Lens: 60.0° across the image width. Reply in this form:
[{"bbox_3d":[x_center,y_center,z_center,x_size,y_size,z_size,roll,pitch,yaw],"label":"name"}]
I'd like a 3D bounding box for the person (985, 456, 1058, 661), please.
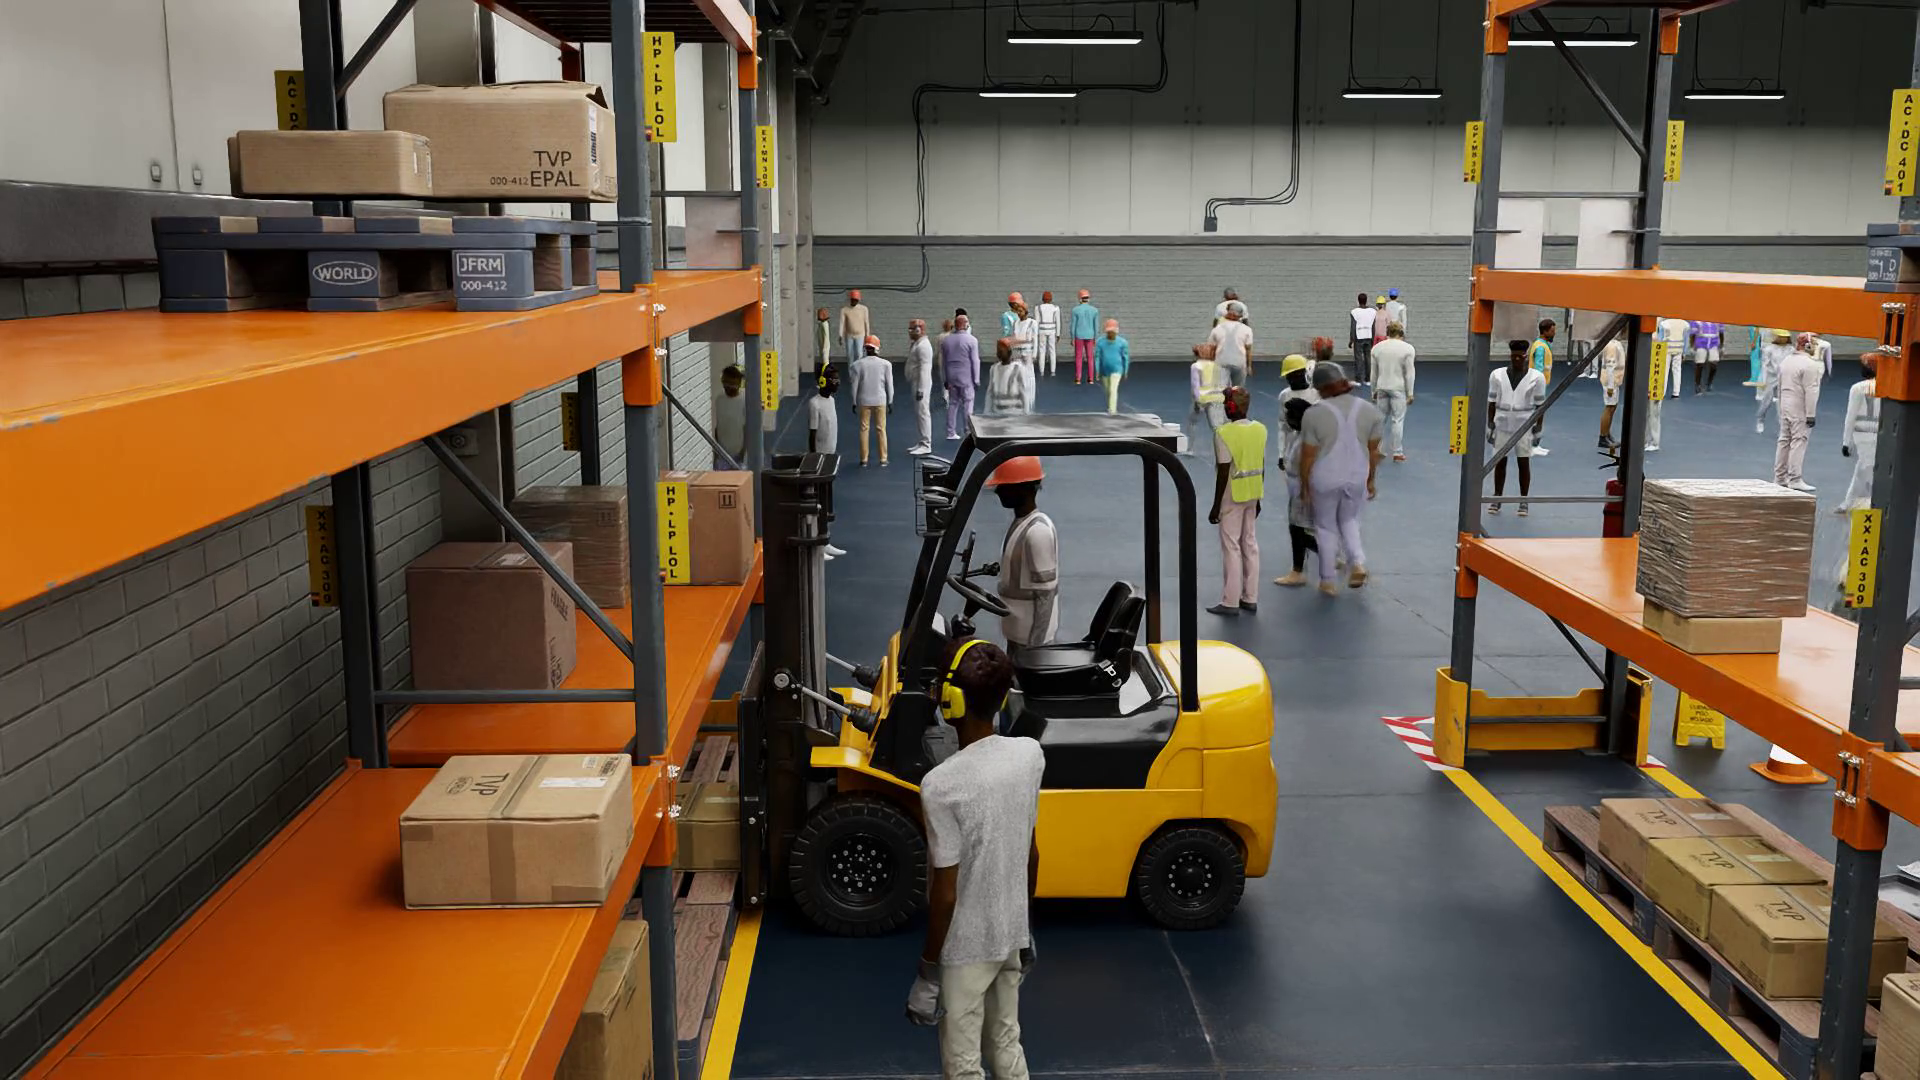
[{"bbox_3d":[0.319,0.472,8.722,0.373,1.933,0.551,-2,10,-9],"label":"person"}]

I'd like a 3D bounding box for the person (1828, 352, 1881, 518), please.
[{"bbox_3d":[9.664,-1.071,17.642,0.578,1.830,1.017,-3,11,-15],"label":"person"}]

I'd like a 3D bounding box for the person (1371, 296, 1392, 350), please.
[{"bbox_3d":[9.417,-4.584,37.354,0.530,1.772,0.302,7,12,33],"label":"person"}]

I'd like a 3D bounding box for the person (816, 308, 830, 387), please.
[{"bbox_3d":[-2.791,-3.905,33.946,0.279,1.634,0.499,-2,10,-10],"label":"person"}]

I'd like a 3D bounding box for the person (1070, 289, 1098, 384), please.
[{"bbox_3d":[2.607,-4.281,35.074,0.609,1.985,0.413,-3,11,-17],"label":"person"}]

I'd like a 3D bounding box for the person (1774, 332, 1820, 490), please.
[{"bbox_3d":[10.163,-1.559,20.122,0.402,1.906,0.651,-1,10,-5],"label":"person"}]

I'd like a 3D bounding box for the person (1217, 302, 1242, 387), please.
[{"bbox_3d":[5.141,-3.572,31.516,0.427,1.844,0.626,-7,12,-34],"label":"person"}]

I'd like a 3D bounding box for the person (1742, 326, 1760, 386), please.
[{"bbox_3d":[16.544,-4.117,34.579,0.355,1.834,0.524,5,12,28],"label":"person"}]

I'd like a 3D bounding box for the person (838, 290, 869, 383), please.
[{"bbox_3d":[-2.251,-4.291,35.141,0.663,1.964,0.743,0,10,2],"label":"person"}]

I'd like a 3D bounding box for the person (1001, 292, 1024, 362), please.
[{"bbox_3d":[1.041,-3.624,31.243,0.382,2.041,0.616,8,13,39],"label":"person"}]

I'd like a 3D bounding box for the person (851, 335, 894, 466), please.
[{"bbox_3d":[-1.170,-1.856,22.201,0.572,1.747,0.335,0,10,-1],"label":"person"}]

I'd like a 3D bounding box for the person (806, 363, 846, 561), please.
[{"bbox_3d":[-1.280,-0.738,15.689,0.327,1.861,0.510,3,11,17],"label":"person"}]

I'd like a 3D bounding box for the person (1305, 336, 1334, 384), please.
[{"bbox_3d":[4.250,-1.480,19.782,0.404,1.866,0.583,1,10,5],"label":"person"}]

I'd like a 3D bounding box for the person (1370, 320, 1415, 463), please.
[{"bbox_3d":[5.869,-2.018,22.619,0.631,1.932,0.363,9,14,41],"label":"person"}]

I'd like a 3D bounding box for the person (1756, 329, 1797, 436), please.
[{"bbox_3d":[12.640,-2.470,25.729,0.496,1.718,0.796,1,10,7],"label":"person"}]

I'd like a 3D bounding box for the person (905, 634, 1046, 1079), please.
[{"bbox_3d":[0.037,1.196,4.877,0.323,1.871,0.528,8,13,38],"label":"person"}]

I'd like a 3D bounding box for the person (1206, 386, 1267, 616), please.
[{"bbox_3d":[2.234,-0.309,13.333,0.573,1.841,0.374,-9,13,-41],"label":"person"}]

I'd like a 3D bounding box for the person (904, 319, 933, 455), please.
[{"bbox_3d":[-0.586,-2.159,23.463,0.399,1.907,0.644,0,10,-2],"label":"person"}]

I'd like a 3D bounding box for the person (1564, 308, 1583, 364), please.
[{"bbox_3d":[15.032,-5.225,40.526,0.587,1.914,0.392,6,12,28],"label":"person"}]

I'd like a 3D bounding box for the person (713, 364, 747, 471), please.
[{"bbox_3d":[-2.226,-0.773,15.949,0.566,1.839,0.452,6,12,28],"label":"person"}]

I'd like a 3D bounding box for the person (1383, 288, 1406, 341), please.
[{"bbox_3d":[9.744,-4.700,37.504,0.614,1.945,0.402,3,10,14],"label":"person"}]

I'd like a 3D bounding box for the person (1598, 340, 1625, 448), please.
[{"bbox_3d":[9.513,-2.291,24.161,0.386,1.924,0.548,6,12,28],"label":"person"}]

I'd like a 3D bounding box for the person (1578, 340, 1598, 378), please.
[{"bbox_3d":[13.850,-4.424,36.592,0.382,1.732,0.497,-4,11,-20],"label":"person"}]

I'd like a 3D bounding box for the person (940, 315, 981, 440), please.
[{"bbox_3d":[0.022,-2.430,25.012,0.650,1.900,0.401,7,12,34],"label":"person"}]

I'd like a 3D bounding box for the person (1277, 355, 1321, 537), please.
[{"bbox_3d":[3.396,-0.876,16.363,0.675,1.882,0.432,9,13,41],"label":"person"}]

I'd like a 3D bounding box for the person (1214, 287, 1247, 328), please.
[{"bbox_3d":[5.855,-4.515,36.210,0.705,2.000,0.539,-2,10,-9],"label":"person"}]

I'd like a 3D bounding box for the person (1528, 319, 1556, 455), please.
[{"bbox_3d":[8.144,-2.150,23.412,0.380,1.910,0.592,4,11,21],"label":"person"}]

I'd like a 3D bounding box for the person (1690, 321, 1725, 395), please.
[{"bbox_3d":[14.504,-3.755,32.258,0.684,1.937,0.597,2,10,11],"label":"person"}]

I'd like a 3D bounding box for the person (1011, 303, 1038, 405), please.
[{"bbox_3d":[1.167,-3.401,30.481,0.581,1.880,0.366,8,13,37],"label":"person"}]

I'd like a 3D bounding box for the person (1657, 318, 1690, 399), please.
[{"bbox_3d":[13.513,-3.578,31.606,0.588,1.826,0.404,0,10,-2],"label":"person"}]

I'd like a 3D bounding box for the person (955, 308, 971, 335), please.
[{"bbox_3d":[0.049,-3.699,32.654,0.319,1.693,0.534,5,11,27],"label":"person"}]

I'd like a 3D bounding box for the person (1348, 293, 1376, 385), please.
[{"bbox_3d":[8.390,-4.177,34.680,0.590,1.917,0.398,-3,11,-17],"label":"person"}]

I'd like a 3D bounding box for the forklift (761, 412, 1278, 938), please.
[{"bbox_3d":[0.291,0.548,7.580,2.313,2.155,1.214,0,10,-2],"label":"forklift"}]

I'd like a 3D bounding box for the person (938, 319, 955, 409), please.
[{"bbox_3d":[-0.201,-3.139,29.720,0.512,1.623,0.419,8,13,36],"label":"person"}]

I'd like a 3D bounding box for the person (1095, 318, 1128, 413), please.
[{"bbox_3d":[2.567,-2.875,27.968,0.551,1.722,0.813,4,11,22],"label":"person"}]

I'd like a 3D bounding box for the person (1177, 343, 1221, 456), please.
[{"bbox_3d":[3.424,-1.932,23.053,0.525,1.601,0.828,-10,14,-43],"label":"person"}]

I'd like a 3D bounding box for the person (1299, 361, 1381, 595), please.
[{"bbox_3d":[3.169,-0.543,14.086,0.705,2.000,0.544,-2,10,-10],"label":"person"}]

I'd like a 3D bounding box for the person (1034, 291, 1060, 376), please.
[{"bbox_3d":[1.943,-4.611,37.182,0.585,1.883,0.343,-1,10,-4],"label":"person"}]

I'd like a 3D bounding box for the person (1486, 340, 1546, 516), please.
[{"bbox_3d":[6.074,-1.243,18.219,0.605,1.958,0.376,6,12,30],"label":"person"}]

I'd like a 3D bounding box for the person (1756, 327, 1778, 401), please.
[{"bbox_3d":[15.236,-3.540,31.291,0.348,1.860,0.517,-2,10,-12],"label":"person"}]

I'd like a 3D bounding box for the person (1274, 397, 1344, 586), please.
[{"bbox_3d":[2.995,-0.396,14.266,0.505,1.675,0.575,0,10,-2],"label":"person"}]

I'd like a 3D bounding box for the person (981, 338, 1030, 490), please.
[{"bbox_3d":[0.555,-1.534,20.207,1.006,1.827,0.603,-9,13,-40],"label":"person"}]

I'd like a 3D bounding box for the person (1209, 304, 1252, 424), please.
[{"bbox_3d":[4.474,-2.946,27.473,0.710,2.000,1.033,3,11,16],"label":"person"}]
